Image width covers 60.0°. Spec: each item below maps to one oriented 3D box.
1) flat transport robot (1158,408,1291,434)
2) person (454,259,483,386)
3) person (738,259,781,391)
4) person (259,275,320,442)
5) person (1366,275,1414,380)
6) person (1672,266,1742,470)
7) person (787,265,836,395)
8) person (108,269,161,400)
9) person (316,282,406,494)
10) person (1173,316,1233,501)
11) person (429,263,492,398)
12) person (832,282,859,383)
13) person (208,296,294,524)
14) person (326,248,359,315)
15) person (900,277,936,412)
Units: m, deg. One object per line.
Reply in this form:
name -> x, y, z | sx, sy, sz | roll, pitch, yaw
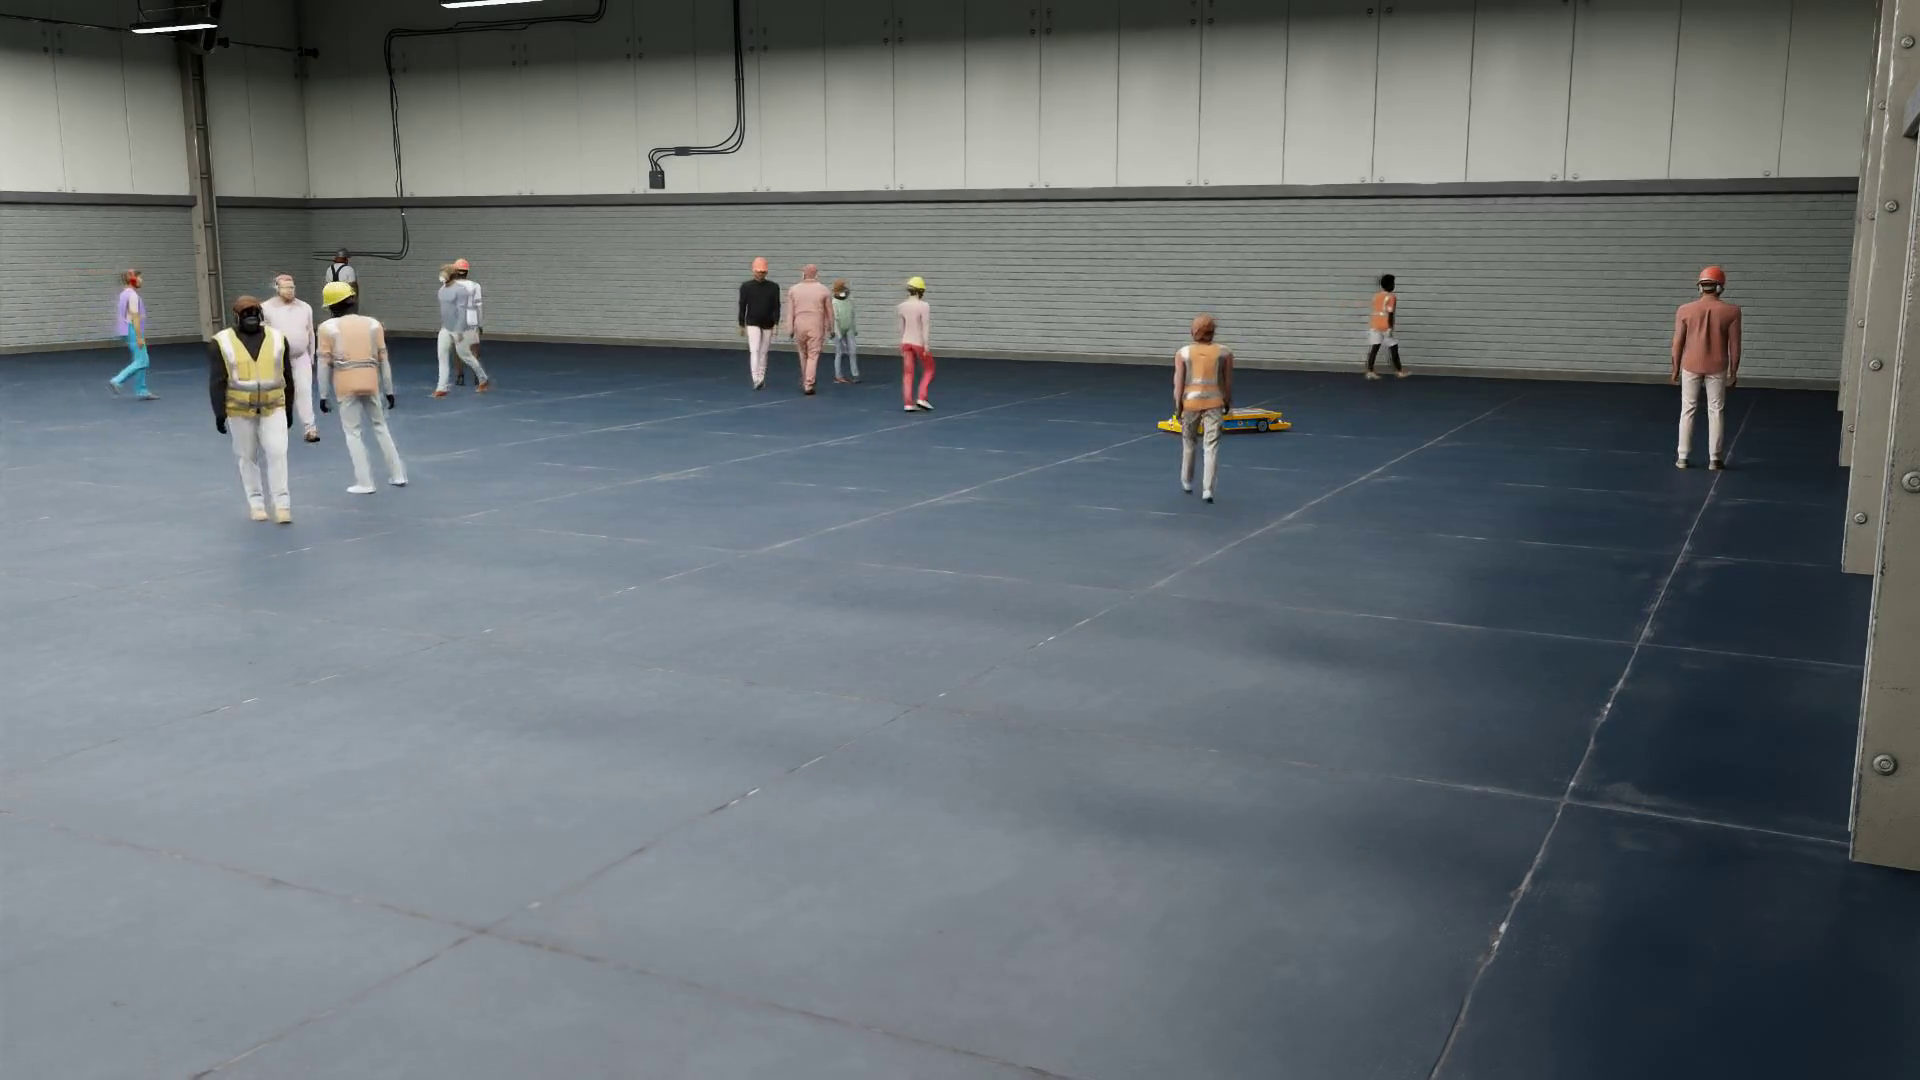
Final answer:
flat transport robot -> 3.111, -1.406, 19.539 | 1.431, 0.197, 0.652 | -5, 11, -23
person -> -7.615, -3.341, 25.543 | 0.551, 1.935, 0.375 | -5, 11, -24
person -> -2.961, -3.195, 24.730 | 0.606, 1.936, 0.994 | -3, 11, -17
person -> -7.538, -2.034, 18.649 | 0.662, 1.858, 0.989 | -8, 13, -39
person -> 6.833, -3.366, 26.397 | 0.830, 1.658, 0.555 | -4, 11, -19
person -> 7.346, -1.691, 16.396 | 0.616, 1.990, 0.393 | 5, 12, 27
person -> -2.147, -3.064, 24.256 | 0.665, 1.855, 0.990 | 3, 11, 14
person -> -11.484, -2.831, 23.040 | 0.575, 1.832, 0.583 | -7, 12, -33
person -> -5.376, -1.349, 14.812 | 0.693, 1.889, 0.412 | -9, 14, -41
person -> 2.127, -1.156, 14.567 | 0.516, 1.596, 0.850 | 1, 10, 6
person -> -7.166, -2.991, 23.748 | 0.640, 1.911, 0.940 | 7, 12, 33
person -> -1.765, -3.196, 25.720 | 0.562, 1.584, 0.689 | -7, 12, -32
person -> -5.575, -1.011, 13.178 | 0.646, 1.808, 0.830 | -6, 12, -30
person -> -12.549, -4.944, 34.006 | 0.690, 2.000, 0.538 | 4, 11, 22
person -> -0.542, -2.546, 21.680 | 0.538, 1.750, 0.501 | 9, 14, 40
